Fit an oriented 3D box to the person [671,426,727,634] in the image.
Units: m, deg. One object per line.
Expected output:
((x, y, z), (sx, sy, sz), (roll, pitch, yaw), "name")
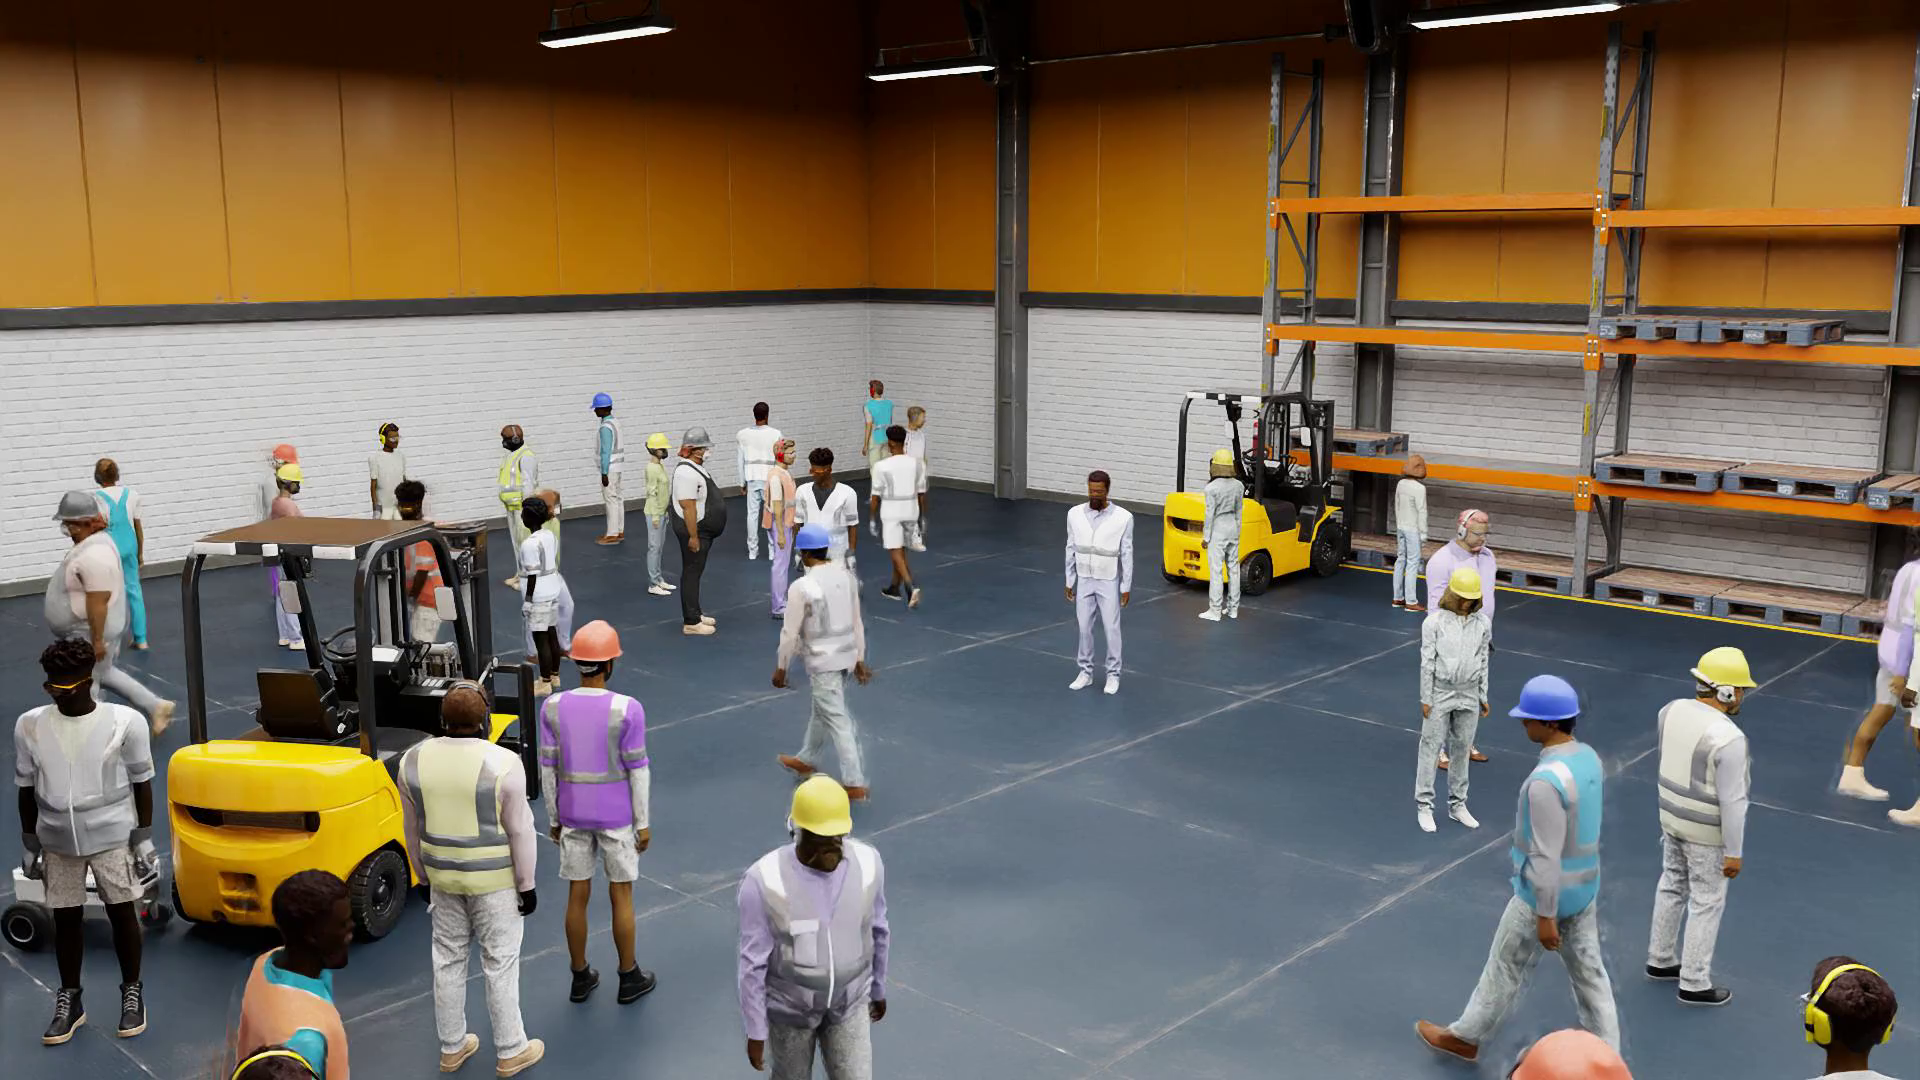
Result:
((-2.558, -0.110, 16.369), (0.535, 2.000, 0.686), (-1, 10, -6), "person")

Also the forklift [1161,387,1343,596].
((3.298, -0.608, 18.767), (1.214, 2.155, 2.313), (9, 13, 42), "forklift")

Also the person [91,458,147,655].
((-7.845, 0.151, 15.473), (0.344, 1.839, 0.501), (9, 13, 41), "person")

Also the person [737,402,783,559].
((-2.401, -0.713, 20.156), (0.591, 1.919, 0.392), (2, 10, 10), "person")

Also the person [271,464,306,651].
((-6.282, 0.160, 15.644), (0.327, 1.760, 0.523), (-9, 13, -40), "person")

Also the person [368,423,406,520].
((-6.268, -0.363, 18.339), (0.327, 1.862, 0.511), (6, 12, 31), "person")

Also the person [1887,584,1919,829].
((6.339, 0.871, 10.789), (0.609, 2.040, 0.394), (-4, 11, -24), "person")

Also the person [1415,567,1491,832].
((3.211, 1.027, 10.770), (0.483, 1.736, 0.312), (-2, 10, -13), "person")

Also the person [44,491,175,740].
((-6.351, 0.605, 12.298), (0.799, 2.000, 0.687), (-4, 11, -22), "person")

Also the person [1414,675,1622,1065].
((2.595, 1.526, 7.458), (0.939, 1.897, 0.610), (9, 14, 42), "person")

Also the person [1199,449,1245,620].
((2.656, -0.055, 16.902), (0.487, 1.744, 0.294), (-6, 12, -32), "person")

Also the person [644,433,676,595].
((-3.283, -0.288, 18.167), (0.315, 1.768, 0.526), (0, 10, 1), "person")

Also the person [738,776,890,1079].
((-0.512, 1.780, 6.274), (0.628, 1.800, 0.818), (-4, 11, -20), "person")

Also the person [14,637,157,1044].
((-4.152, 1.415, 7.914), (0.601, 1.960, 0.373), (-2, 10, -11), "person")

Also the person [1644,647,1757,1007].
((3.703, 1.420, 8.297), (0.403, 1.818, 0.605), (-2, 10, -11), "person")

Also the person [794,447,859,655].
((-1.245, 0.114, 15.327), (0.614, 1.956, 0.383), (2, 10, 14), "person")

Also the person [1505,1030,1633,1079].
((1.346, 2.070, 4.136), (0.623, 1.985, 1.067), (1, 10, 6), "person")

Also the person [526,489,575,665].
((-3.680, 0.350, 14.979), (0.603, 1.614, 0.519), (4, 11, 20), "person")

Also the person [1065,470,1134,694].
((1.184, 0.345, 14.154), (0.593, 1.911, 0.383), (4, 11, 24), "person")

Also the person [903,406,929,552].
((-0.585, -0.762, 20.753), (0.546, 1.807, 0.493), (-9, 13, -42), "person")

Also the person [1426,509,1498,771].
((3.665, 0.713, 12.083), (0.646, 1.901, 0.401), (-6, 12, -32), "person")

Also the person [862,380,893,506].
((-1.197, -1.424, 24.407), (0.385, 1.845, 0.569), (8, 13, 39), "person")

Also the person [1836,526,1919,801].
((6.507, 0.830, 11.205), (1.006, 1.972, 0.686), (3, 11, 19), "person")

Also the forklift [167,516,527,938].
((-3.583, 0.976, 9.748), (1.214, 2.155, 2.313), (2, 10, 11), "forklift")

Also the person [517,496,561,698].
((-3.546, 0.477, 14.009), (0.319, 1.697, 0.532), (1, 10, 6), "person")

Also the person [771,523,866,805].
((-0.989, 0.828, 11.444), (0.972, 1.888, 0.613), (7, 12, 33), "person")

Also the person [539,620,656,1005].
((-1.803, 1.358, 8.309), (0.547, 1.937, 0.379), (2, 10, 9), "person")

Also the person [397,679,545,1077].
((-2.200, 1.533, 7.573), (0.629, 1.846, 0.429), (2, 10, 12), "person")

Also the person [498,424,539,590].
((-4.905, -0.375, 18.494), (0.429, 1.830, 0.636), (-7, 12, -34), "person")

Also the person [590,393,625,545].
((-4.486, -0.908, 21.216), (0.416, 1.939, 0.604), (0, 10, 0), "person")

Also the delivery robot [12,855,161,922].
((-4.753, 1.868, 9.069), (0.707, 0.478, 0.477), (1, 10, 7), "delivery robot")

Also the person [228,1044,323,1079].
((-1.686, 2.116, 4.269), (0.528, 1.845, 0.808), (-4, 11, -21), "person")

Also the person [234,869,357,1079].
((-2.115, 1.938, 5.091), (0.606, 1.904, 0.621), (-6, 12, -31), "person")

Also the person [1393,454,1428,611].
((4.713, -0.078, 17.340), (0.281, 1.636, 0.500), (-3, 10, -17), "person")

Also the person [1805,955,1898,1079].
((2.375, 2.052, 4.581), (0.505, 1.864, 0.331), (-2, 10, -9), "person")

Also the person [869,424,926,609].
((-0.622, -0.255, 17.546), (0.605, 1.931, 0.952), (-5, 11, -27), "person")

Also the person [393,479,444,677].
((-4.331, 0.464, 13.408), (0.430, 1.935, 0.626), (-6, 12, -30), "person")

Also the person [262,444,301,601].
((-7.163, -0.169, 17.627), (0.464, 1.710, 0.587), (1, 10, 5), "person")

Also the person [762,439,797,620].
((-1.816, -0.111, 16.932), (0.387, 1.846, 0.566), (0, 10, 1), "person")
